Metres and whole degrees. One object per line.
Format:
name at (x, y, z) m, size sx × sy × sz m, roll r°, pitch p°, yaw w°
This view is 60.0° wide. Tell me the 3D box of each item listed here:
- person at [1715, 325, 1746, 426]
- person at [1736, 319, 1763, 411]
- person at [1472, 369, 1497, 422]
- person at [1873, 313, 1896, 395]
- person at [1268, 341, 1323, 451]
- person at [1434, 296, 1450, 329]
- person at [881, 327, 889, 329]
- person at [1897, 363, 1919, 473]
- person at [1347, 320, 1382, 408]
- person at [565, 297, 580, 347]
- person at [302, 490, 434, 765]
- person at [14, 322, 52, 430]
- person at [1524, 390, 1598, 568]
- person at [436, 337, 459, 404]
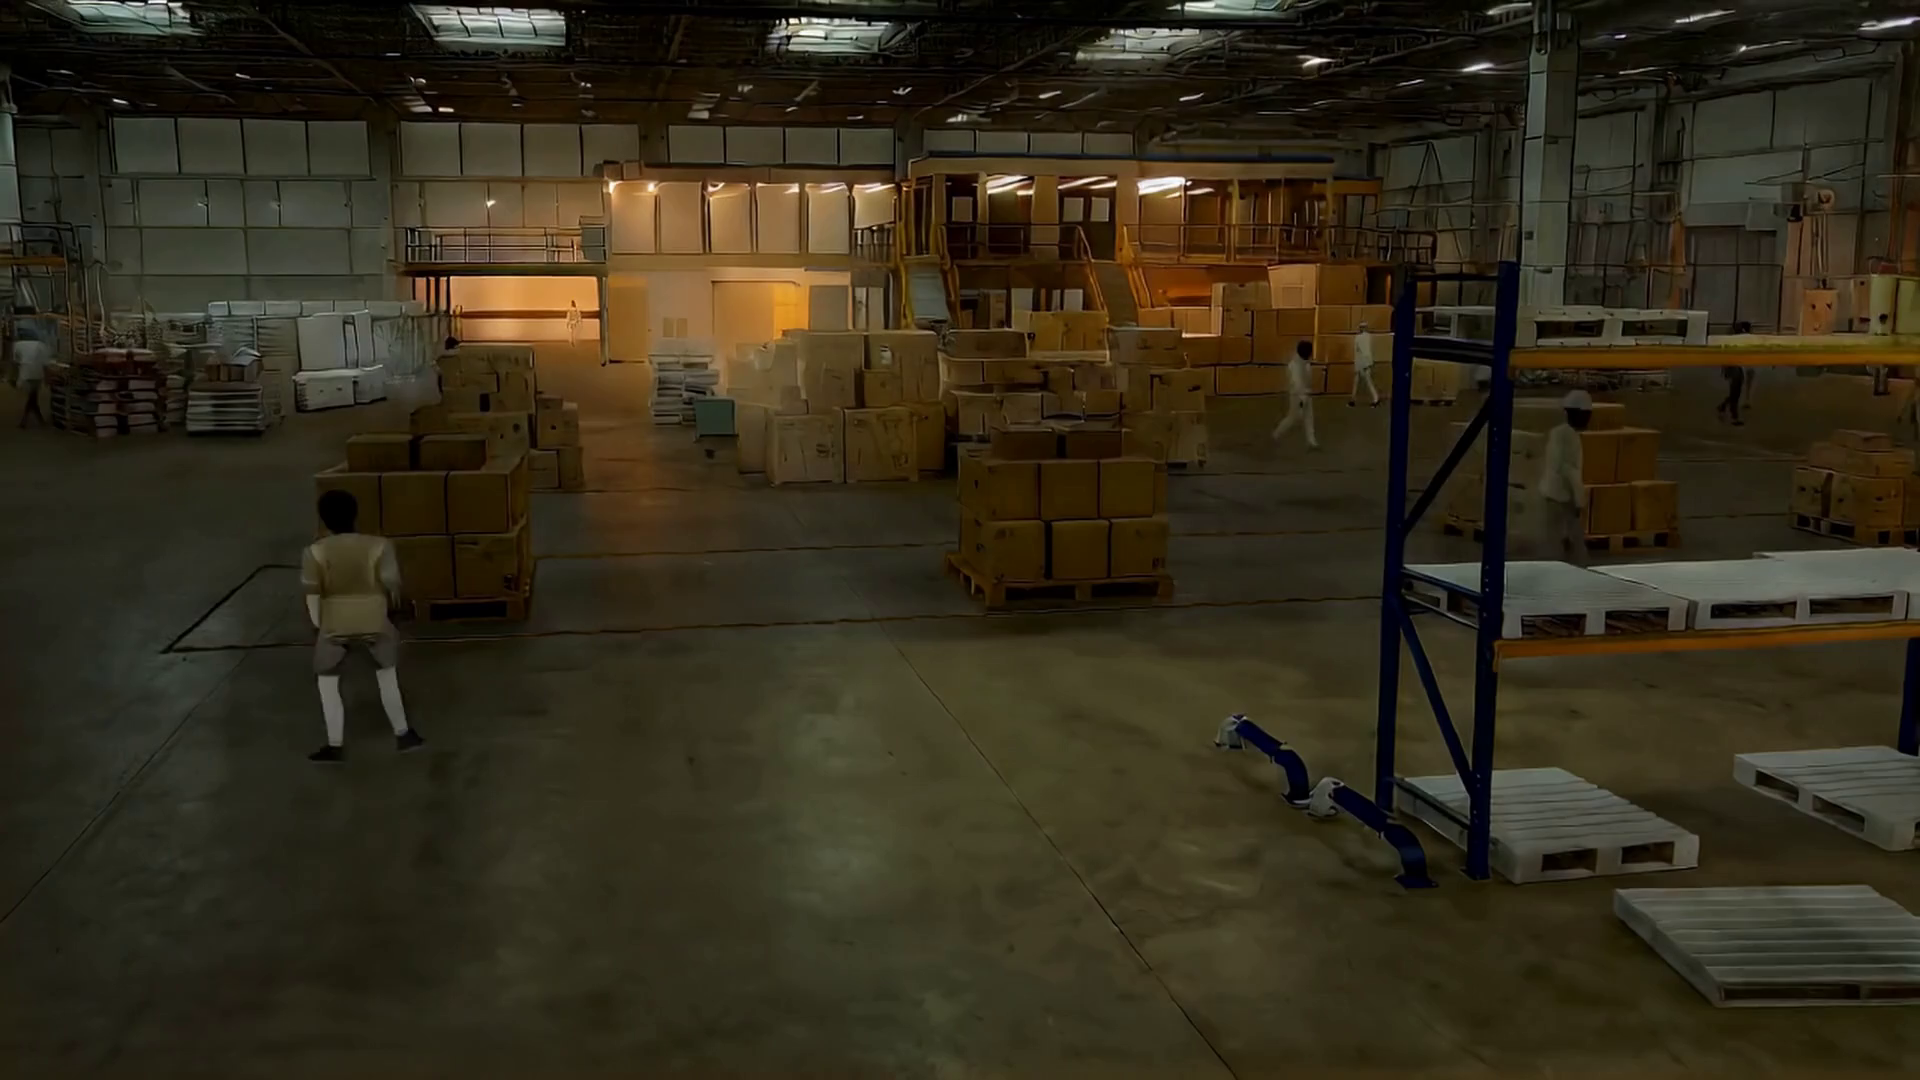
person at (14.764, -3.149, 31.736) m, size 0.634 × 1.919 × 0.563 m, roll -7°, pitch 11°, yaw -35°
person at (16.607, -3.689, 35.074) m, size 0.631 × 1.899 × 0.955 m, roll 6°, pitch 11°, yaw 31°
person at (6.720, -1.314, 21.153) m, size 0.525 × 1.723 × 0.904 m, roll -4°, pitch 10°, yaw -25°
person at (21.783, -4.376, 39.197) m, size 0.507 × 1.930 × 0.555 m, roll -4°, pitch 10°, yaw -21°
person at (5.548, -2.378, 27.372) m, size 0.834 × 1.813 × 0.622 m, roll 8°, pitch 12°, yaw 39°
person at (18.003, -8.155, 62.189) m, size 0.615 × 1.956 × 0.990 m, roll 1°, pitch 9°, yaw 4°
person at (-1.214, -2.637, 28.418) m, size 0.514 × 1.981 × 0.647 m, roll -7°, pitch 12°, yaw -36°
person at (14.030, -1.843, 24.401) m, size 0.506 × 1.705 × 0.838 m, roll -2°, pitch 10°, yaw -12°
person at (8.700, -3.780, 35.708) m, size 0.621 × 1.878 × 0.862 m, roll -4°, pitch 10°, yaw -22°
person at (-14.651, -8.249, 62.926) m, size 0.573 × 1.886 × 0.357 m, roll -2°, pitch 10°, yaw -13°
person at (-3.603, 0.519, 10.151) m, size 0.750 × 1.670 × 0.321 m, roll -6°, pitch 11°, yaw -33°
person at (-17.230, -3.029, 30.838) m, size 0.635 × 1.997 × 0.998 m, roll 0°, pitch 9°, yaw 1°
person at (5.571, -0.419, 15.196) m, size 0.963 × 1.883 × 0.613 m, roll 2°, pitch 10°, yaw 13°
person at (-8.585, -2.481, 27.889) m, size 0.716 × 1.849 × 0.528 m, roll -7°, pitch 12°, yaw -36°
